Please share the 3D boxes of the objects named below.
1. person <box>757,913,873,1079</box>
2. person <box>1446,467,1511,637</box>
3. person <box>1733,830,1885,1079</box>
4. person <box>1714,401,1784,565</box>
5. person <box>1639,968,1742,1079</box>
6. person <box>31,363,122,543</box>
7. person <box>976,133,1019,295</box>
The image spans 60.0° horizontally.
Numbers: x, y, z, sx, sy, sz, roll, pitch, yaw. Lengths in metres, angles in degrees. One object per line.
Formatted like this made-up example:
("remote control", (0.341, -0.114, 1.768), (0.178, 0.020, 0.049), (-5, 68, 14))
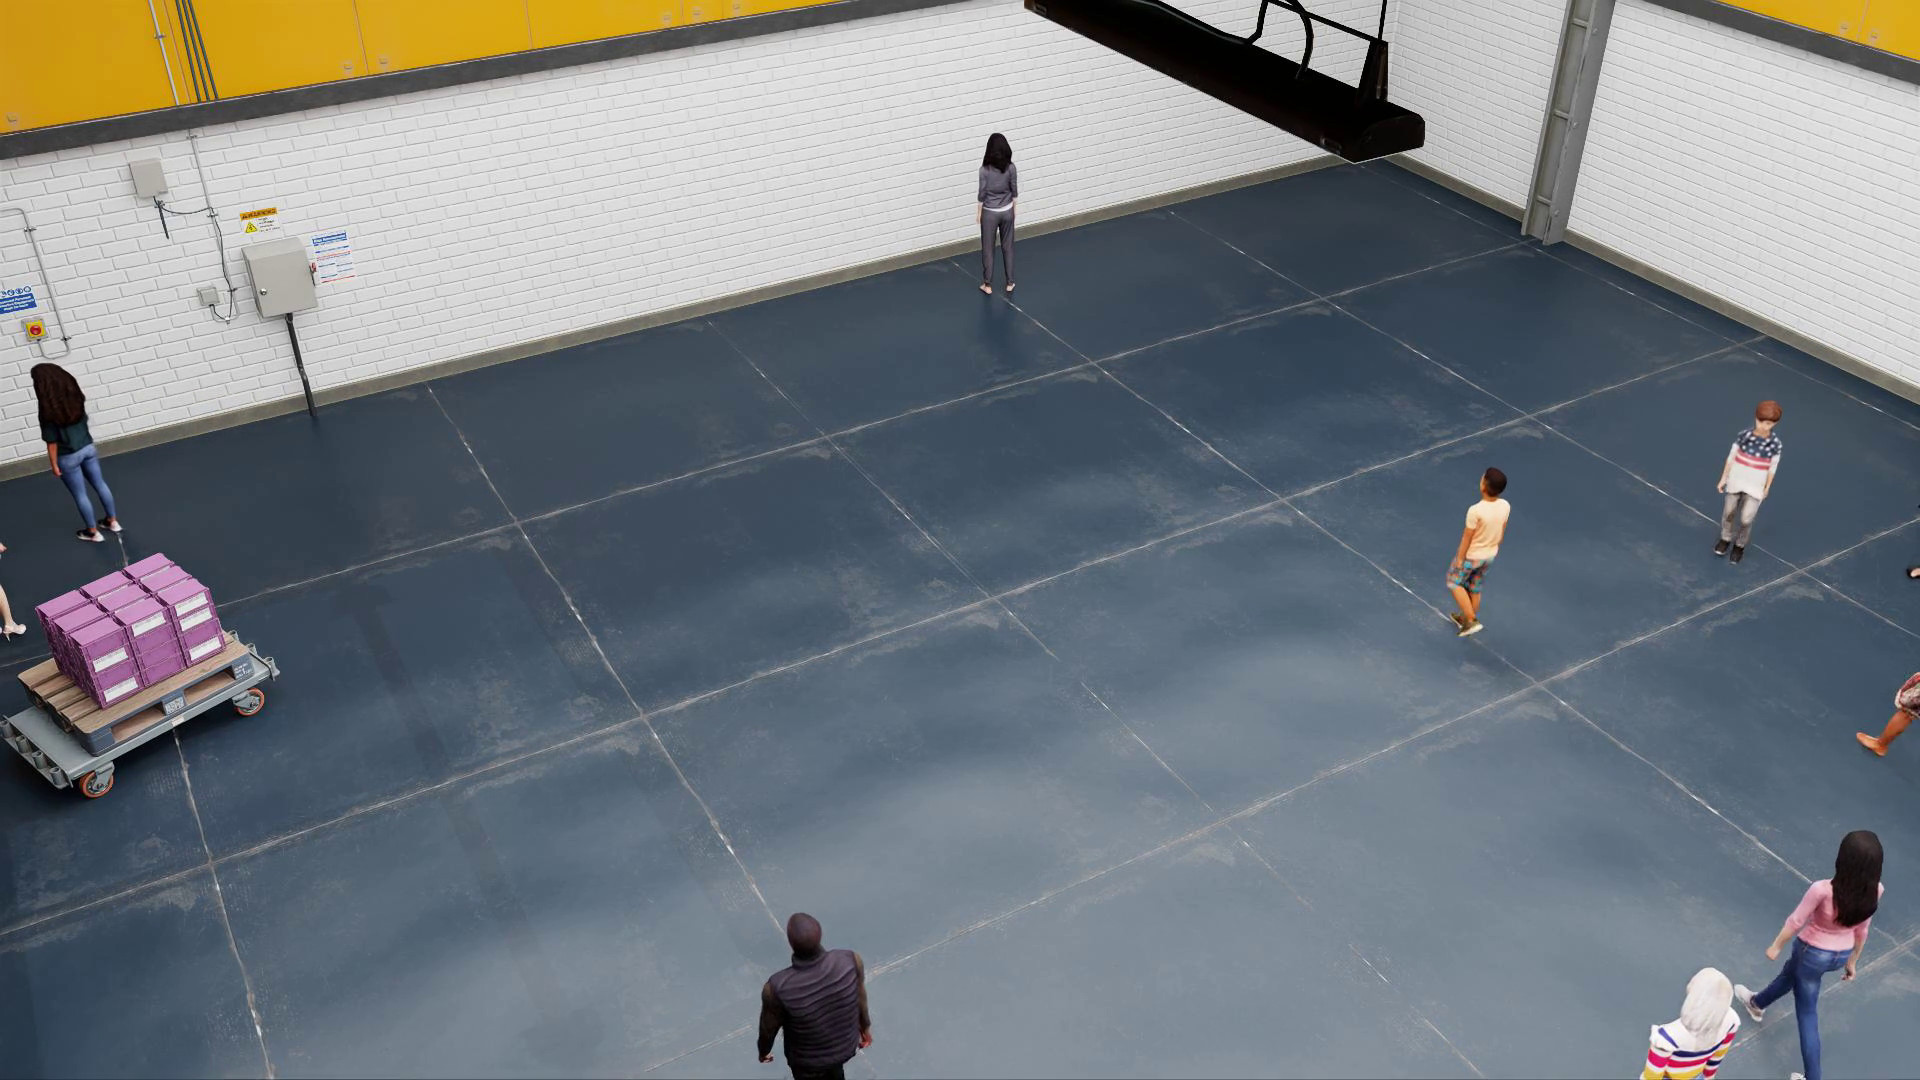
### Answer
("person", (-0.690, 2.634, 8.486), (0.733, 1.825, 0.700), (-16, 37, -23))
("person", (3.948, 0.140, 12.576), (0.591, 1.451, 0.696), (-12, 36, -18))
("person", (4.709, 2.332, 9.058), (0.876, 1.695, 1.197), (-4, 34, -6))
("person", (6.445, -0.519, 13.587), (0.570, 1.429, 0.651), (25, 41, 33))
("person", (3.545, 2.774, 8.290), (0.690, 1.809, 0.585), (-11, 35, -16))
("person", (-7.299, -0.733, 13.740), (0.751, 1.617, 0.707), (14, 36, 20))
("person", (0.402, -3.476, 17.732), (0.657, 1.765, 0.623), (-6, 34, -9))
